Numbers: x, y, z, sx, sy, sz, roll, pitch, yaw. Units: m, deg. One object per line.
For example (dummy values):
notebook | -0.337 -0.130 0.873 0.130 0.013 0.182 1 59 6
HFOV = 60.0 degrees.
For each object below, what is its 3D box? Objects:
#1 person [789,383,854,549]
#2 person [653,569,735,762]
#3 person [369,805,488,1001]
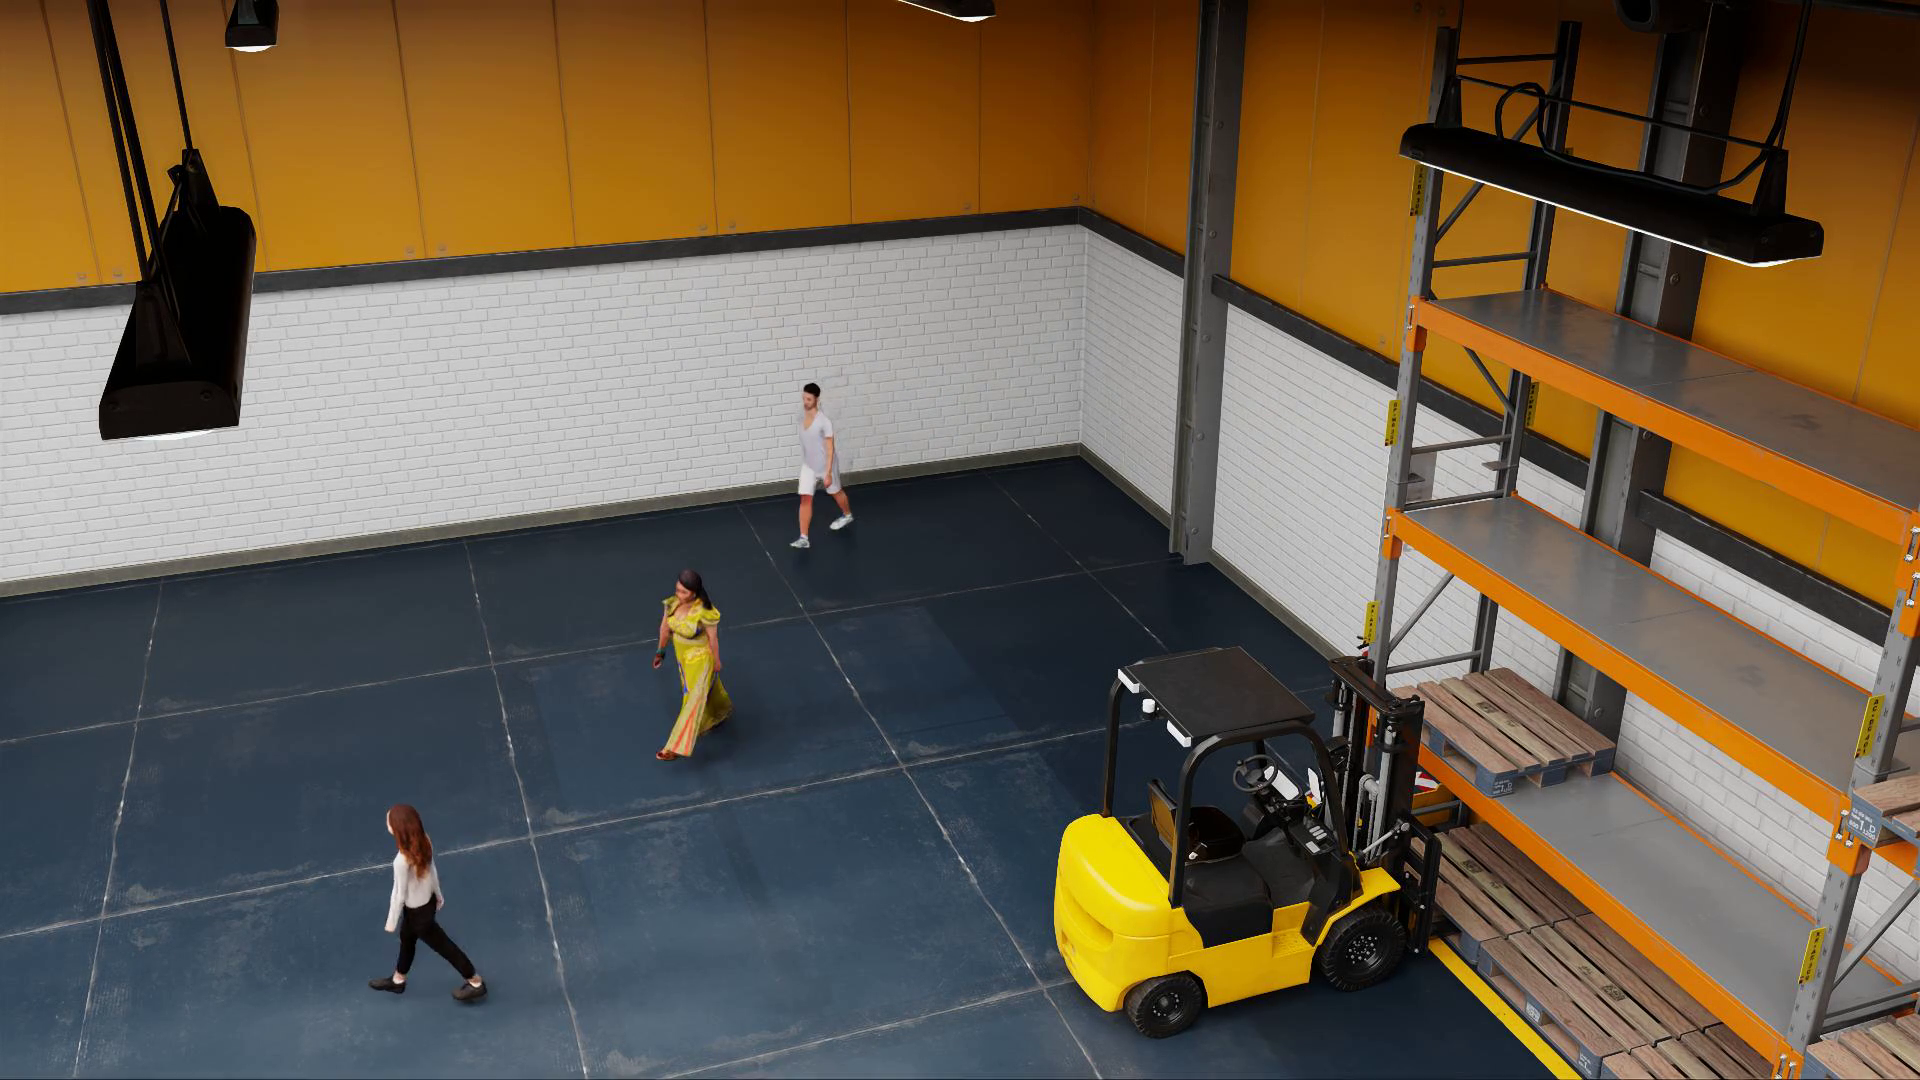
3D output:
person | -1.432 -0.821 17.649 1.314 1.775 1.256 17 29 34
person | -2.138 0.968 13.782 1.330 1.594 1.262 17 29 34
person | -3.402 2.389 10.722 0.823 1.441 1.015 0 24 1
